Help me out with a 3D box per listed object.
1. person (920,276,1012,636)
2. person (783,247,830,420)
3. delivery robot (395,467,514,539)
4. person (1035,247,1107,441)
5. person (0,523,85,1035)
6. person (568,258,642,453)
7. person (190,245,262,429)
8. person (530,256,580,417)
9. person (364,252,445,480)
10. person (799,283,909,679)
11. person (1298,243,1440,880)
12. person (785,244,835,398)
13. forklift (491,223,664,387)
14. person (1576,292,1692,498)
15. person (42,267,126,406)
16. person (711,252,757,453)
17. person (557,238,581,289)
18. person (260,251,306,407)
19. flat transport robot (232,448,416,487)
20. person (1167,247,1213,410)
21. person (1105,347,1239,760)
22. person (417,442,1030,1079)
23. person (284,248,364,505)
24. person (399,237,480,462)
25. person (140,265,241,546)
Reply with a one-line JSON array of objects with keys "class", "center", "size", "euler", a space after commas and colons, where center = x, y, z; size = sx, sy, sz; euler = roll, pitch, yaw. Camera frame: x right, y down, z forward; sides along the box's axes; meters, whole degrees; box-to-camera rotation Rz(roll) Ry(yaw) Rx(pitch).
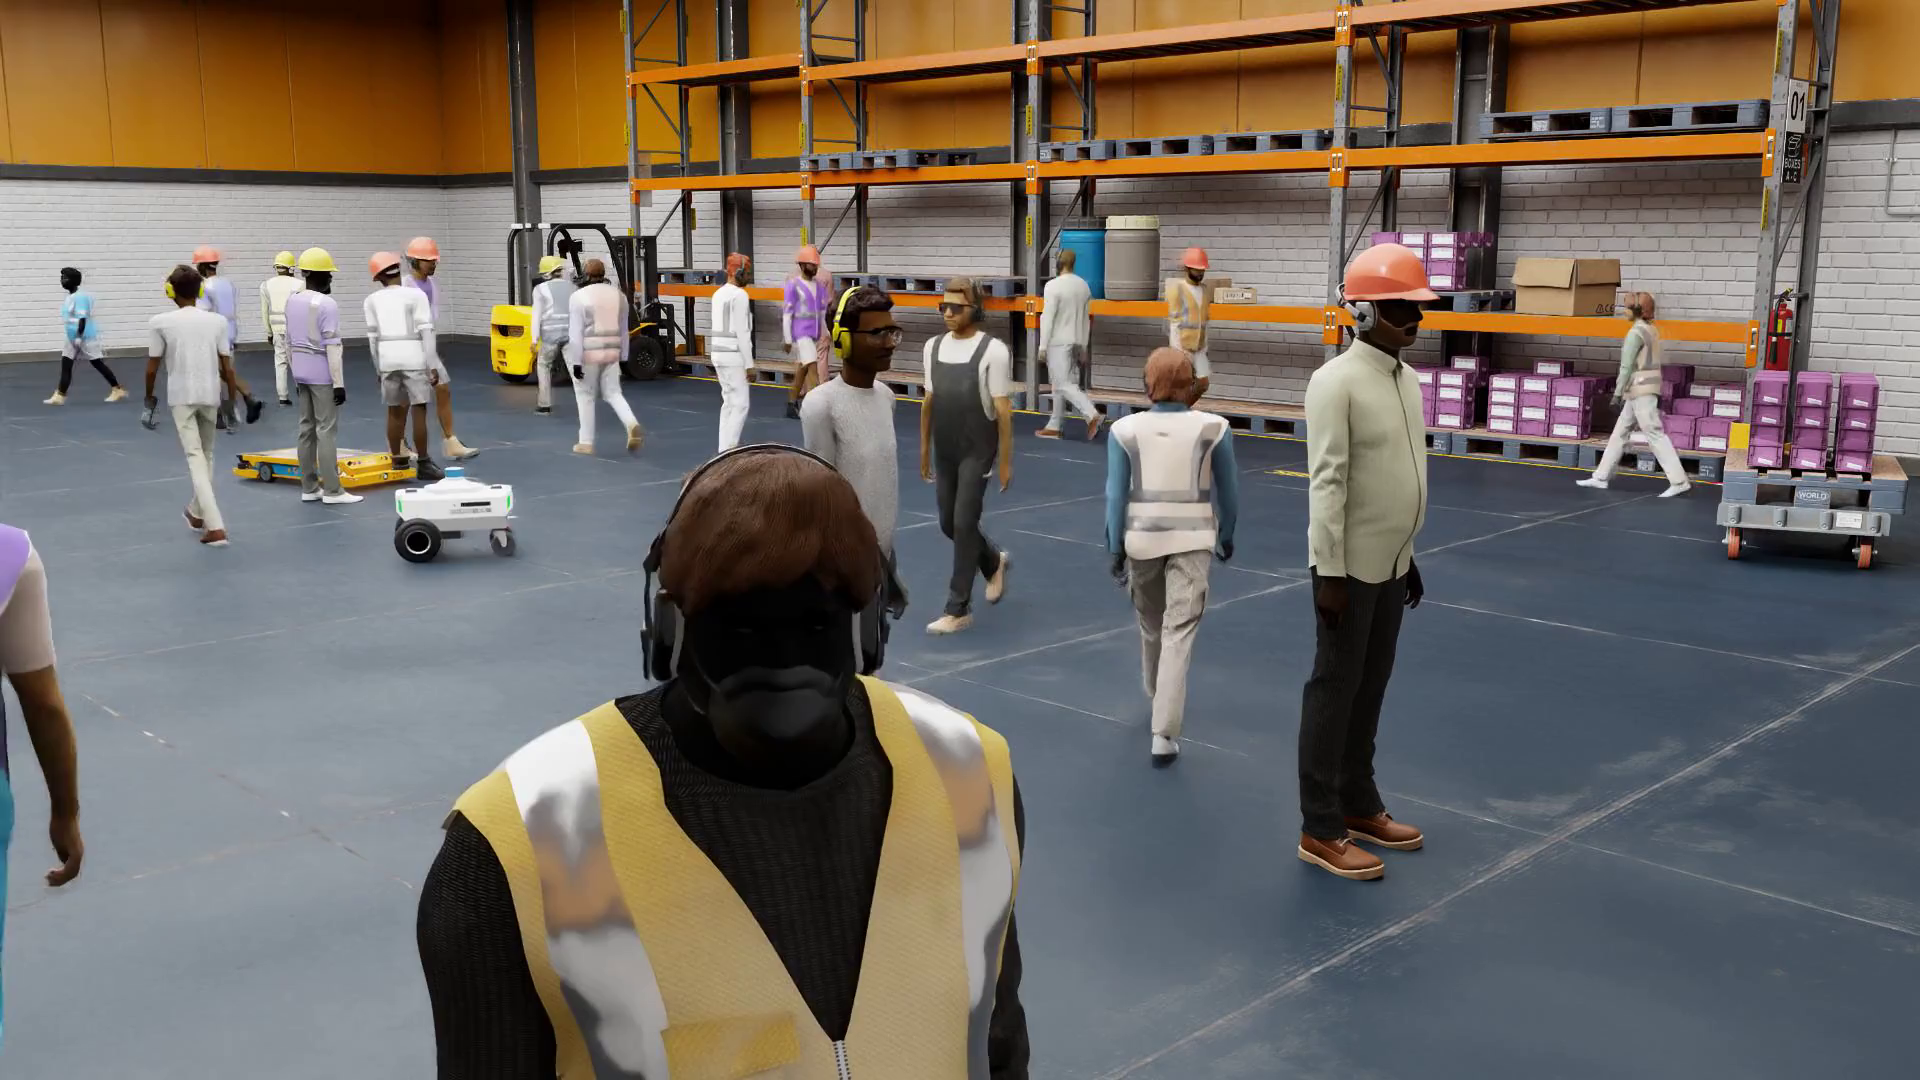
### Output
[{"class": "person", "center": [0.067, -0.456, 8.636], "size": [0.519, 1.827, 0.785], "euler": [7, 13, 35]}, {"class": "person", "center": [-1.574, -2.222, 18.063], "size": [0.977, 1.886, 0.547], "euler": [7, 13, 35]}, {"class": "delivery robot", "center": [-3.195, -0.217, 10.527], "size": [0.707, 0.478, 0.477], "euler": [-3, 11, -17]}, {"class": "person", "center": [1.095, -1.908, 16.305], "size": [0.867, 1.917, 0.630], "euler": [8, 13, 38]}, {"class": "person", "center": [-2.001, 0.558, 3.168], "size": [0.585, 1.793, 0.963], "euler": [-5, 12, -26]}, {"class": "person", "center": [-3.290, -1.677, 15.311], "size": [0.765, 1.822, 0.635], "euler": [10, 14, 43]}, {"class": "person", "center": [-7.689, -2.100, 17.322], "size": [0.600, 1.922, 0.566], "euler": [3, 11, 17]}, {"class": "person", "center": [-4.489, -2.253, 18.519], "size": [0.681, 1.780, 0.793], "euler": [-8, 13, -39]}, {"class": "person", "center": [-4.559, -1.437, 13.837], "size": [0.731, 1.893, 0.397], "euler": [1, 10, 7]}, {"class": "person", "center": [-0.327, 0.110, 5.412], "size": [0.331, 1.872, 0.513], "euler": [5, 11, 25]}, {"class": "person", "center": [1.310, 0.062, 5.328], "size": [0.378, 1.995, 0.609], "euler": [8, 13, 38]}, {"class": "person", "center": [-1.830, -2.710, 20.677], "size": [0.648, 1.913, 0.409], "euler": [2, 11, 12]}, {"class": "forklift", "center": [-5.316, -3.263, 22.920], "size": [2.313, 2.155, 1.214], "euler": [-10, 14, -44]}, {"class": "person", "center": [5.331, -1.134, 12.968], "size": [0.895, 1.592, 0.516], "euler": [7, 12, 33]}, {"class": "person", "center": [-10.522, -2.438, 19.915], "size": [0.543, 1.649, 0.906], "euler": [8, 13, 39]}, {"class": "person", "center": [-1.976, -1.502, 14.189], "size": [0.484, 1.873, 0.673], "euler": [-6, 12, -30]}, {"class": "person", "center": [-6.353, -3.868, 26.840], "size": [0.604, 1.966, 0.367], "euler": [1, 10, 4]}, {"class": "person", "center": [-7.899, -2.477, 19.613], "size": [0.589, 1.834, 0.403], "euler": [1, 10, 4]}, {"class": "flat transport robot", "center": [-5.261, -0.618, 13.740], "size": [1.431, 0.197, 0.652], "euler": [6, 12, 28]}, {"class": "person", "center": [2.233, -1.889, 16.214], "size": [0.554, 1.908, 0.538], "euler": [-7, 13, -35]}, {"class": "person", "center": [0.839, 0.030, 6.631], "size": [0.501, 1.583, 0.895], "euler": [3, 11, 17]}, {"class": "person", "center": [-0.183, 0.816, 1.646], "size": [0.633, 1.839, 0.429], "euler": [-6, 12, -29]}, {"class": "person", "center": [-4.833, -1.229, 12.555], "size": [0.589, 1.927, 0.387], "euler": [7, 13, 35]}, {"class": "person", "center": [-4.703, -1.663, 14.716], "size": [0.940, 1.996, 0.620], "euler": [3, 11, 18]}, {"class": "person", "center": [-5.125, -0.898, 11.033], "size": [0.544, 1.819, 0.954], "euler": [-9, 14, -41]}]
